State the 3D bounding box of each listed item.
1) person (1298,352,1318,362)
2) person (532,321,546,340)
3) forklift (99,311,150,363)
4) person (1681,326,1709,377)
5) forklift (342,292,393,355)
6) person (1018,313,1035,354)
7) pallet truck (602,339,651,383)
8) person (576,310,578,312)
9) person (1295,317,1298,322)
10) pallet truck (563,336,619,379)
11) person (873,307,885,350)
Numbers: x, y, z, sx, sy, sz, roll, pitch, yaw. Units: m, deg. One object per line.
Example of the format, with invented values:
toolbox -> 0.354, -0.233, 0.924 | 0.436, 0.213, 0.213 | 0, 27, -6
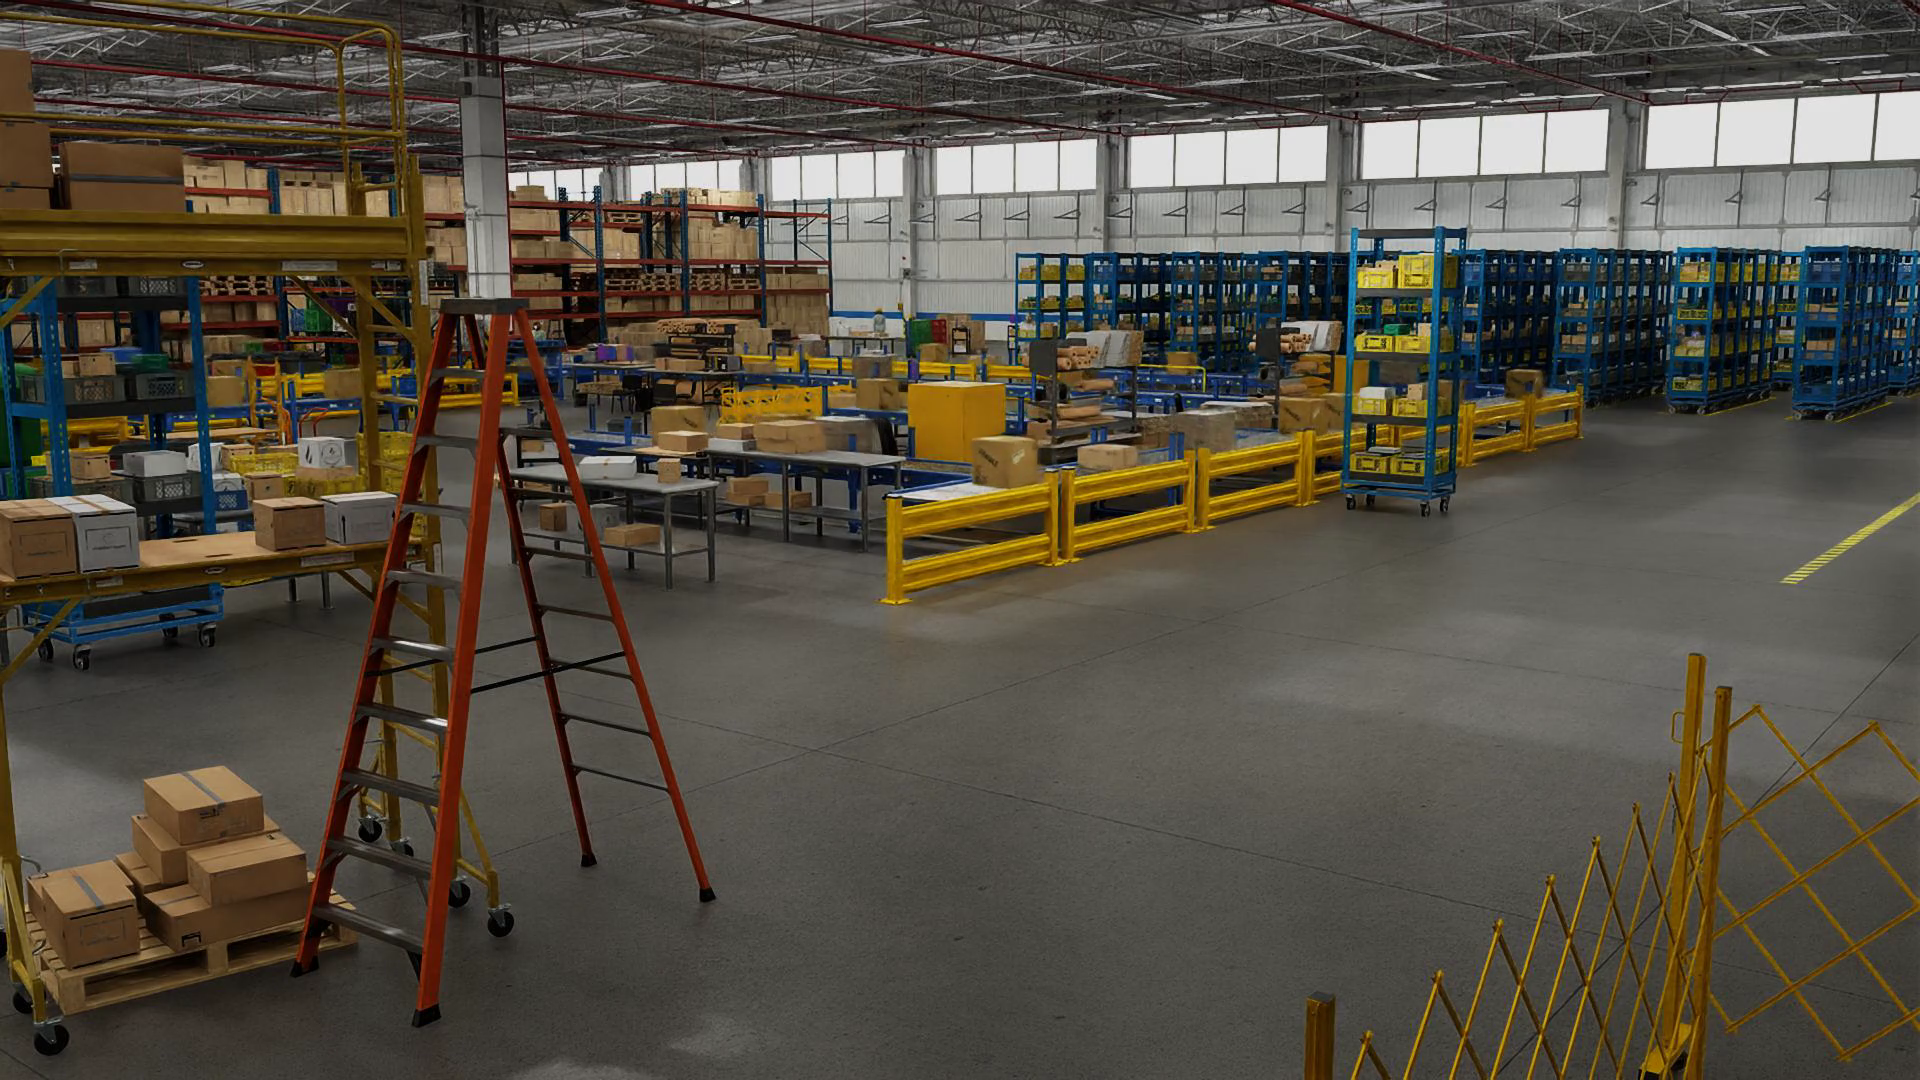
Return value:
person -> 7.757, -3.751, 36.785 | 0.777, 1.809, 0.599 | 7, 11, 37
person -> -12.504, -5.665, 49.269 | 0.500, 1.633, 0.279 | 3, 10, 18
forklift -> -21.448, -5.366, 43.521 | 1.873, 2.768, 1.129 | -7, 12, -38
person -> 18.330, -4.514, 41.562 | 0.751, 1.805, 0.406 | 4, 10, 24
forklift -> -16.485, -5.622, 45.120 | 1.129, 2.768, 1.873 | 7, 11, 37
person -> 2.063, -5.895, 49.887 | 0.658, 1.892, 0.590 | 3, 10, 19
pallet truck -> -8.991, -4.871, 45.351 | 0.653, 1.274, 1.630 | 7, 11, 37
person -> -16.608, -9.635, 73.245 | 0.647, 1.892, 0.480 | 7, 11, 37
person -> 10.316, -6.044, 50.586 | 0.434, 1.977, 0.602 | 7, 11, 35
pallet truck -> -10.690, -5.294, 48.215 | 1.601, 1.201, 0.680 | -5, 10, -26
person -> -3.188, -8.264, 65.186 | 0.518, 1.719, 0.639 | -3, 10, -17
